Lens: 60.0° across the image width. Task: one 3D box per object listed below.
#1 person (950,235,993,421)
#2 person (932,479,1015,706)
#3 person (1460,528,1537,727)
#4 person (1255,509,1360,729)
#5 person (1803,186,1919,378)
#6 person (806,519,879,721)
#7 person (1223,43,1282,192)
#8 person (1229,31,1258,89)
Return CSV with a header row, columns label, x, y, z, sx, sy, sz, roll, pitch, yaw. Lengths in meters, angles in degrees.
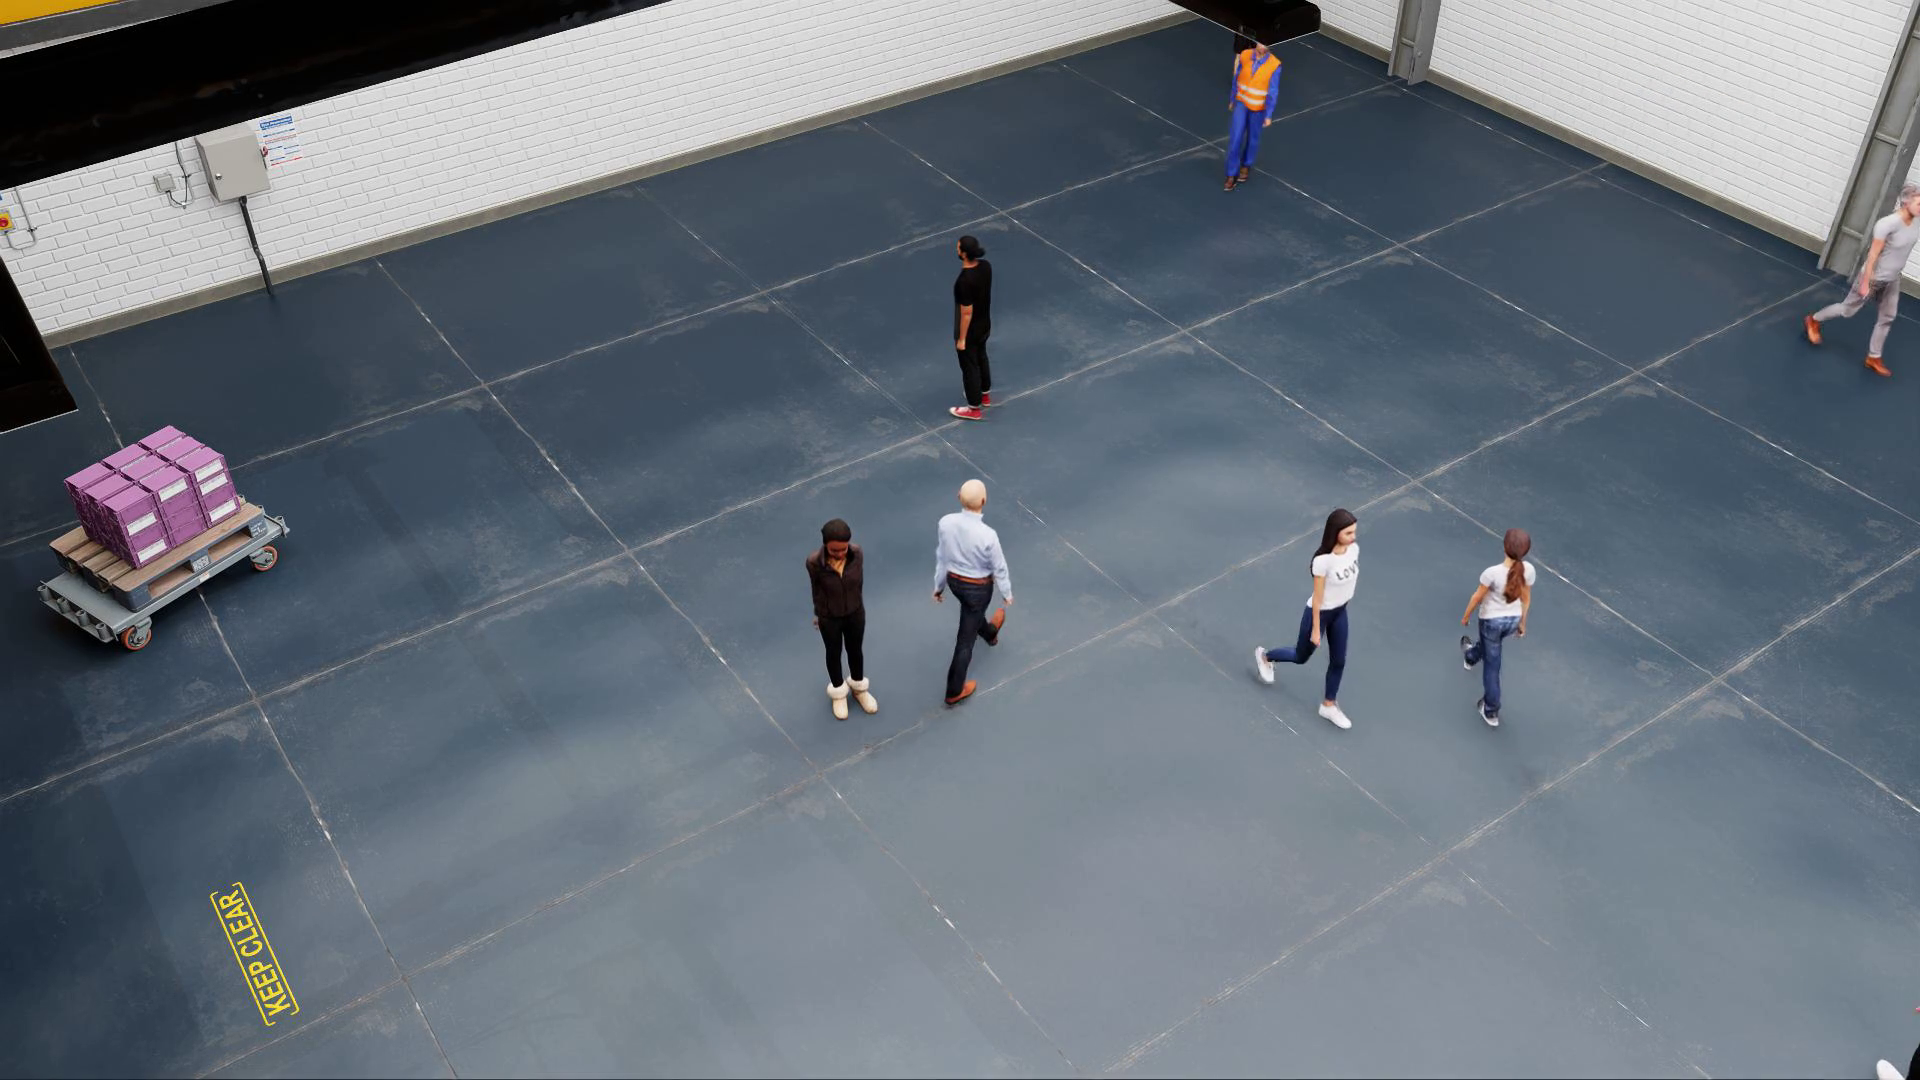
label,x,y,z,sx,sy,sz,roll,pitch,yaw
person,0.111,-1.868,14.563,0.705,1.756,0.707,16,41,19
person,0.021,0.417,11.715,1.228,1.740,1.058,22,44,25
person,3.790,0.620,11.635,0.873,1.520,1.120,-5,39,-6
person,2.464,0.505,11.598,0.607,1.746,1.064,-25,45,-28
person,8.343,-2.451,15.266,0.841,1.789,1.252,-16,41,-19
person,-0.843,0.504,11.669,0.681,1.660,0.622,-23,44,-26
person,3.168,-4.722,18.086,0.984,1.819,1.013,22,44,25
person,3.524,-6.238,20.072,0.687,1.708,0.750,7,39,9
